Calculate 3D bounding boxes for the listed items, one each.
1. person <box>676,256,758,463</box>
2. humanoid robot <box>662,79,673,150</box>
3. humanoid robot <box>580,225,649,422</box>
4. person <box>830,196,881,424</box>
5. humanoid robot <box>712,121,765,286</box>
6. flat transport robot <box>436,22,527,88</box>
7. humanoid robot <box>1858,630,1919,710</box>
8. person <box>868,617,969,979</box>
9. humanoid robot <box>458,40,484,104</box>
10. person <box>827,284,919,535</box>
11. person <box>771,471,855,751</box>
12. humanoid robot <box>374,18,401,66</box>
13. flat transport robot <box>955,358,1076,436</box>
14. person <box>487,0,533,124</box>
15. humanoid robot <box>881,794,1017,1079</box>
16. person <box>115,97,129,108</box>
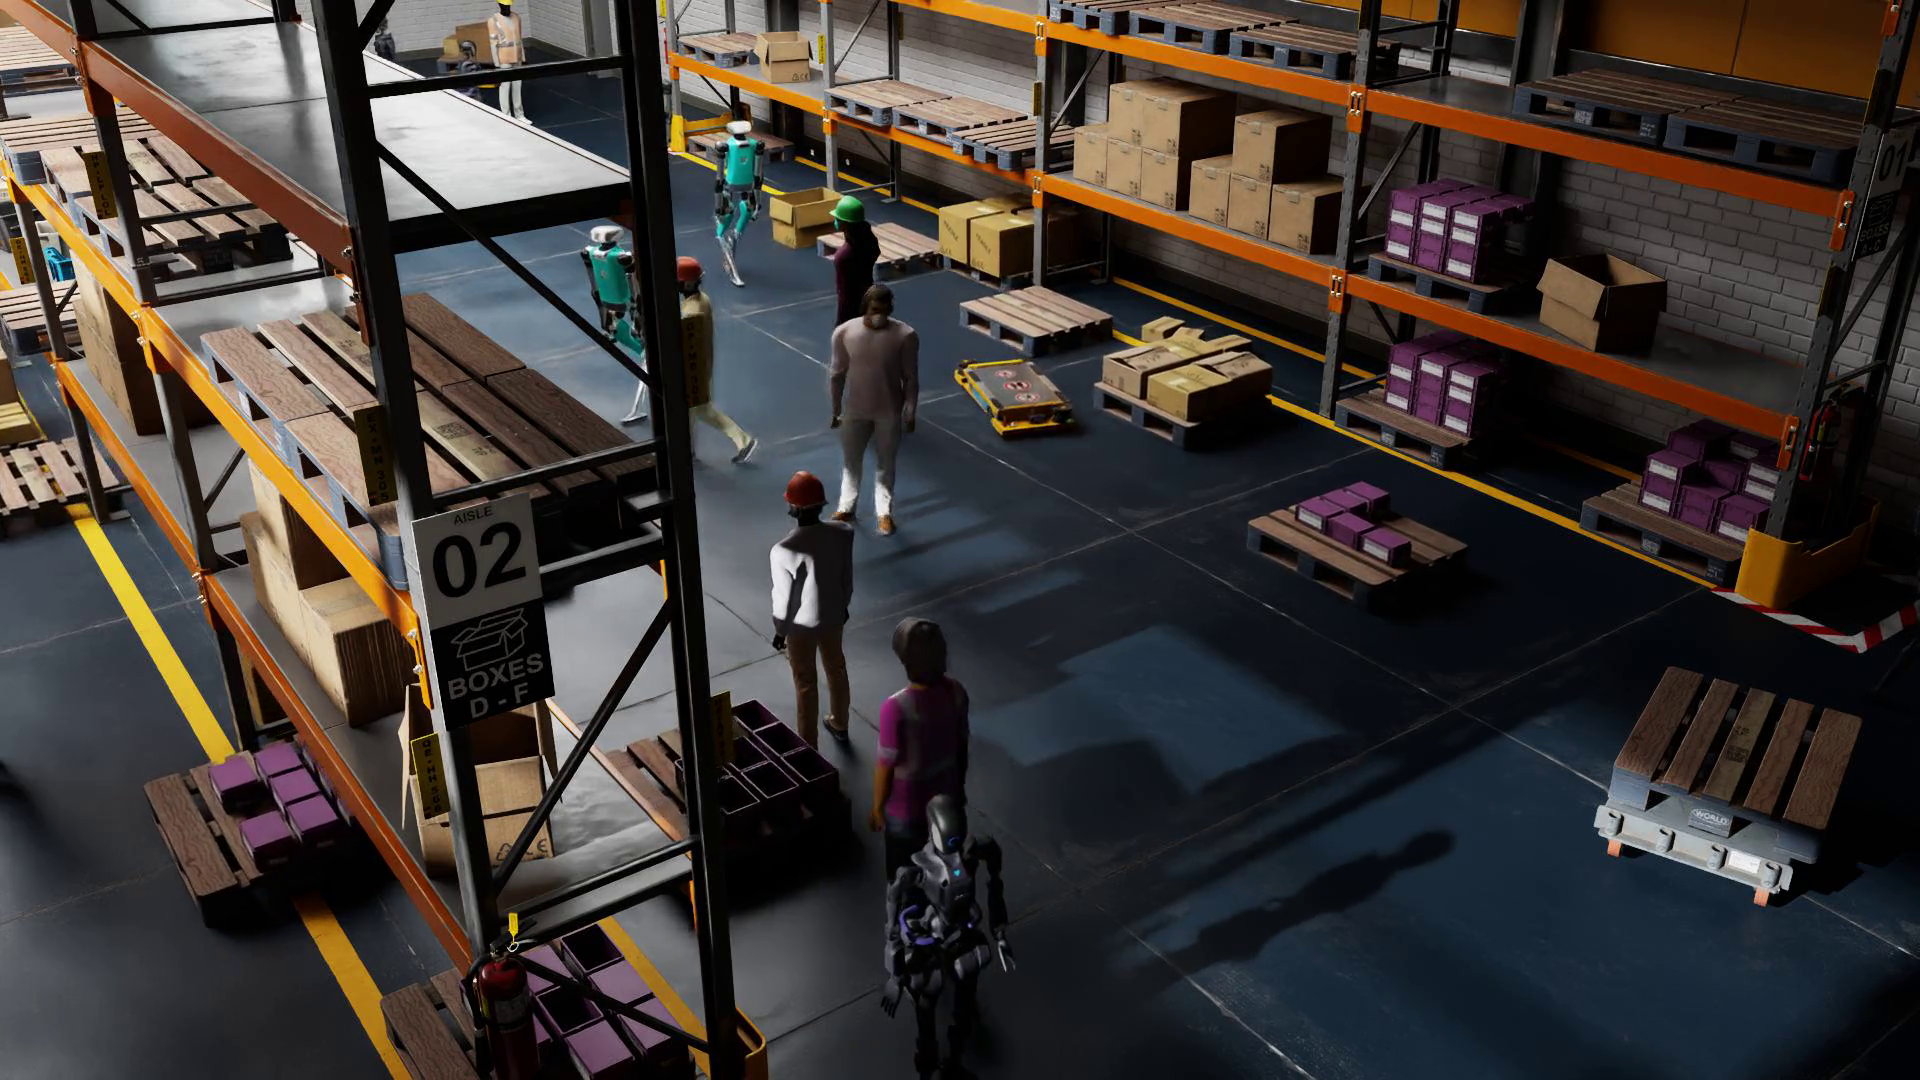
[{"bbox_3d":[-2.047,-1.404,13.160,0.784,1.726,0.570,-1,27,-3],"label":"person"},{"bbox_3d":[-3.781,-4.840,20.083,0.551,1.875,0.827,-12,29,-22],"label":"humanoid robot"},{"bbox_3d":[-2.668,-1.835,14.024,0.541,1.799,0.888,16,31,29],"label":"humanoid robot"},{"bbox_3d":[-0.868,-1.912,13.917,0.419,1.955,0.490,13,30,24],"label":"person"},{"bbox_3d":[-2.397,-3.495,17.389,0.555,1.868,0.843,-15,30,-27],"label":"humanoid robot"},{"bbox_3d":[-7.719,-7.563,27.031,0.659,0.231,1.431,0,27,1],"label":"flat transport robot"},{"bbox_3d":[5.853,0.368,9.731,0.756,1.621,0.609,17,31,30],"label":"humanoid robot"},{"bbox_3d":[-0.147,1.210,7.848,0.697,1.823,0.520,24,35,39],"label":"person"},{"bbox_3d":[-6.456,-5.730,21.894,0.771,1.653,0.613,-16,31,-28],"label":"humanoid robot"},{"bbox_3d":[-0.637,-0.938,12.036,0.701,1.922,0.342,2,27,5],"label":"person"},{"bbox_3d":[-0.846,0.419,9.500,0.560,1.751,0.323,-23,35,-38],"label":"person"},{"bbox_3d":[-8.081,-6.581,23.571,0.803,1.625,0.610,-21,34,-36],"label":"humanoid robot"},{"bbox_3d":[0.463,-1.276,14.525,0.659,0.231,1.431,-8,28,-15],"label":"flat transport robot"},{"bbox_3d":[-6.462,-6.919,23.909,0.378,1.923,0.589,17,32,31],"label":"person"},{"bbox_3d":[-0.054,1.724,6.988,0.616,1.645,0.358,-14,30,-26],"label":"humanoid robot"},{"bbox_3d":[-10.476,-5.310,20.648,0.404,1.984,0.612,7,27,13],"label":"person"}]
